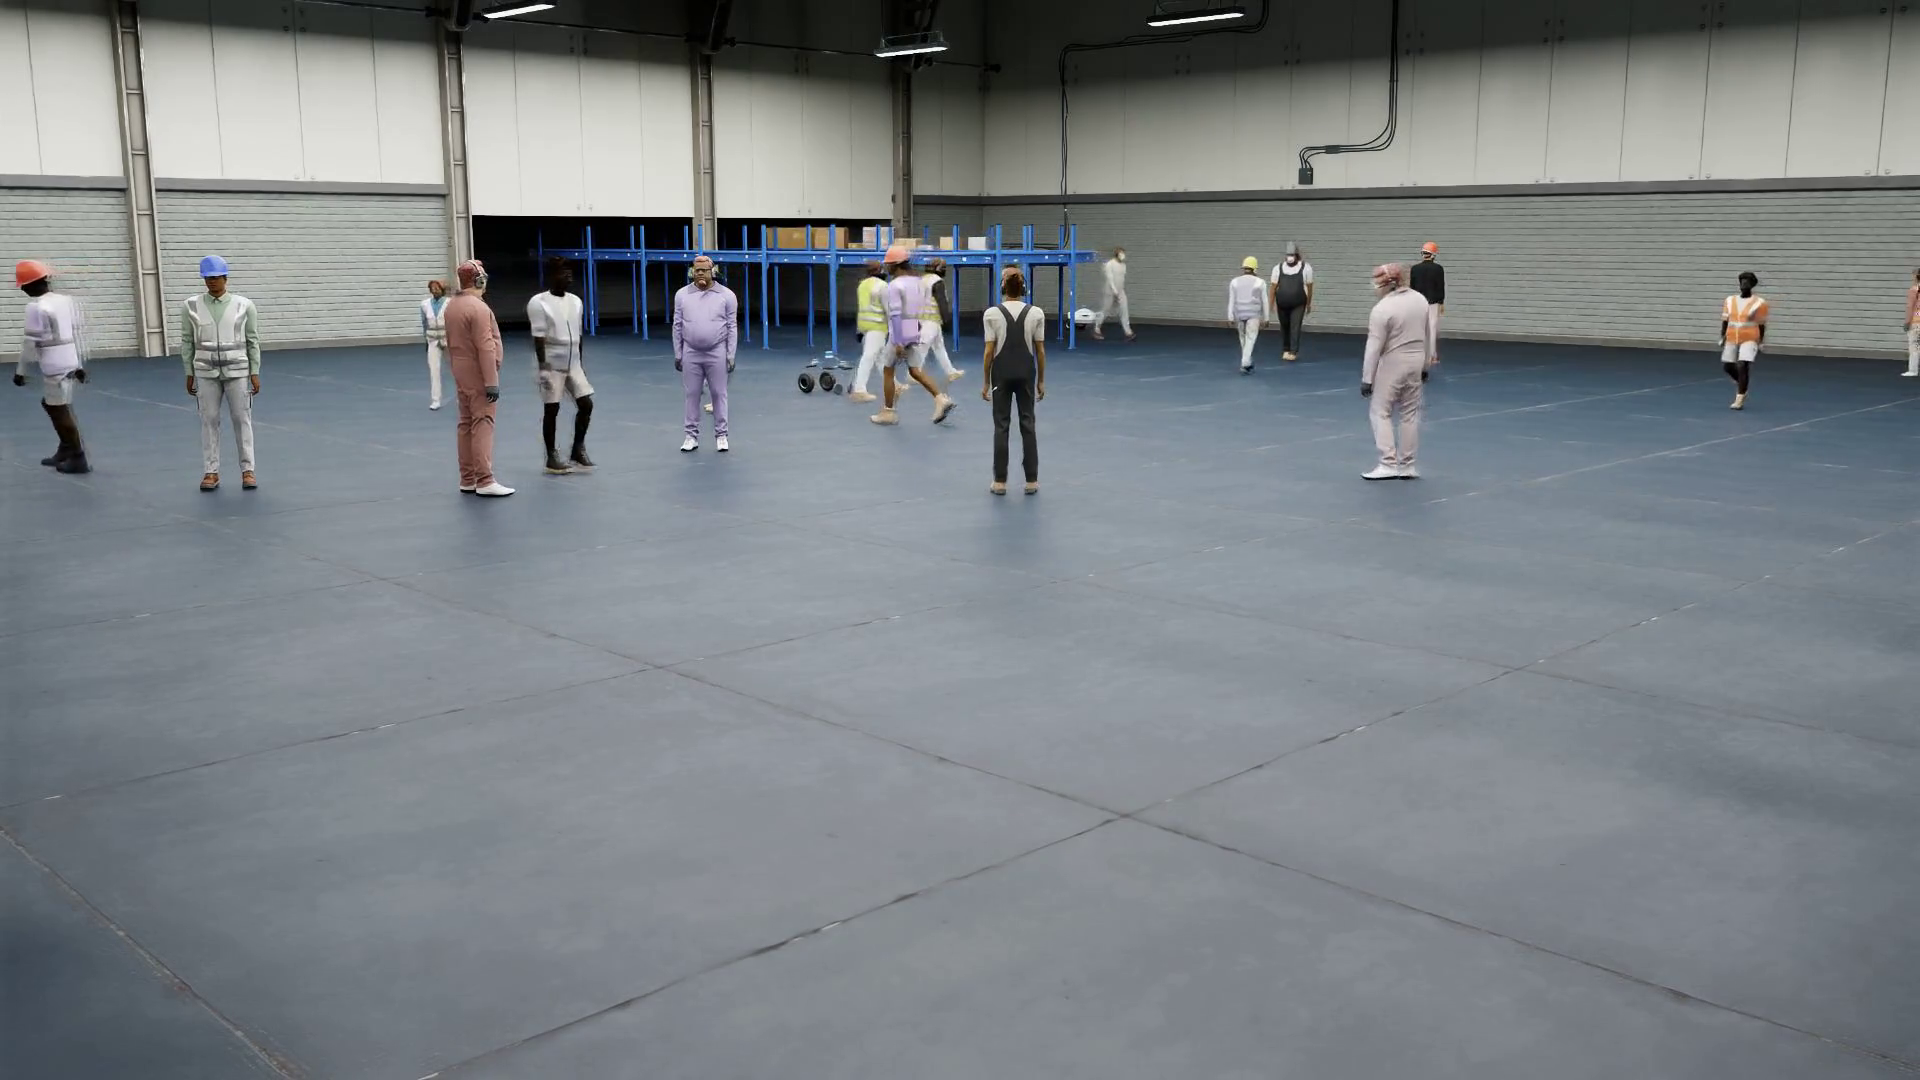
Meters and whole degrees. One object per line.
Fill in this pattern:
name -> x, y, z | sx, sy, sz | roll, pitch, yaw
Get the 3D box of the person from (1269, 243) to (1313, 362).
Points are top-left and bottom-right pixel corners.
person -> 5.602, -4.047, 28.213 | 0.697, 2.000, 1.029 | 4, 11, 21

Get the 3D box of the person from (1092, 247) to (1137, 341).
person -> 3.122, -4.994, 33.715 | 0.630, 1.893, 1.043 | -10, 14, -42

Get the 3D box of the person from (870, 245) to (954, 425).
person -> -0.556, -2.281, 18.570 | 0.937, 2.014, 0.605 | 6, 12, 30

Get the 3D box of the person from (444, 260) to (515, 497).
person -> -3.922, -1.317, 13.568 | 0.409, 1.909, 0.652 | -9, 13, -39

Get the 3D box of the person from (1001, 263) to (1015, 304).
person -> 1.124, -5.707, 38.393 | 0.534, 1.575, 0.839 | -5, 11, -25

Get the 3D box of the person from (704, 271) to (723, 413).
person -> -2.951, -2.388, 19.976 | 0.315, 1.700, 0.541 | -2, 11, -10

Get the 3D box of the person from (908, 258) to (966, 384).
person -> -0.344, -3.145, 23.888 | 0.980, 1.778, 0.704 | -4, 11, -21

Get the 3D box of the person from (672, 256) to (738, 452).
person -> -2.511, -1.830, 16.370 | 0.643, 1.909, 0.410 | 0, 10, 0

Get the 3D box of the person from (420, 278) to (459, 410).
person -> -6.356, -2.443, 20.561 | 0.526, 1.604, 0.820 | 1, 10, 5

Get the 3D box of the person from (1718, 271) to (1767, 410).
person -> 9.628, -2.458, 20.396 | 0.545, 1.678, 0.530 | -9, 14, -40

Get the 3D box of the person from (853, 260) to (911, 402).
person -> -0.998, -2.694, 21.411 | 0.961, 1.780, 0.754 | -7, 12, -33

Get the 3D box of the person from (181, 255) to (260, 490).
person -> -6.175, -1.402, 13.926 | 0.605, 1.948, 0.391 | -3, 11, -18

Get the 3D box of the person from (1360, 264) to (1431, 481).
person -> 3.768, -1.443, 14.398 | 0.729, 1.876, 0.410 | -6, 12, -28

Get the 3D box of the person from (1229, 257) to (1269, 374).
person -> 4.442, -3.455, 25.566 | 0.606, 1.791, 0.902 | 7, 12, 32

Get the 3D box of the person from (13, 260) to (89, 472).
person -> -8.150, -1.538, 14.834 | 0.592, 1.891, 0.590 | -1, 10, -4

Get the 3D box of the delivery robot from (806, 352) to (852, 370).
delivery robot -> -1.774, -2.435, 22.513 | 0.698, 0.223, 0.335 | 8, 13, 39

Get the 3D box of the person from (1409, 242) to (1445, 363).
person -> 7.783, -3.954, 27.709 | 0.611, 1.996, 0.378 | 9, 14, 40

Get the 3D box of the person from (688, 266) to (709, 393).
person -> -3.446, -2.821, 22.252 | 0.525, 1.738, 0.535 | 8, 13, 36

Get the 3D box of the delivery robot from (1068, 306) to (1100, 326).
delivery robot -> 2.775, -4.987, 37.139 | 0.707, 0.478, 0.477 | 7, 13, 33

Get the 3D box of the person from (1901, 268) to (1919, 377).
person -> 14.335, -3.247, 24.860 | 0.515, 1.629, 0.383 | -6, 12, -30

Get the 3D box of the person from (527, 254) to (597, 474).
person -> -3.503, -1.548, 14.738 | 0.581, 1.948, 0.604 | 8, 13, 38

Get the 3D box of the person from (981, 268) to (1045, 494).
person -> 0.436, -1.301, 13.685 | 0.528, 1.843, 0.365 | -1, 10, -6
